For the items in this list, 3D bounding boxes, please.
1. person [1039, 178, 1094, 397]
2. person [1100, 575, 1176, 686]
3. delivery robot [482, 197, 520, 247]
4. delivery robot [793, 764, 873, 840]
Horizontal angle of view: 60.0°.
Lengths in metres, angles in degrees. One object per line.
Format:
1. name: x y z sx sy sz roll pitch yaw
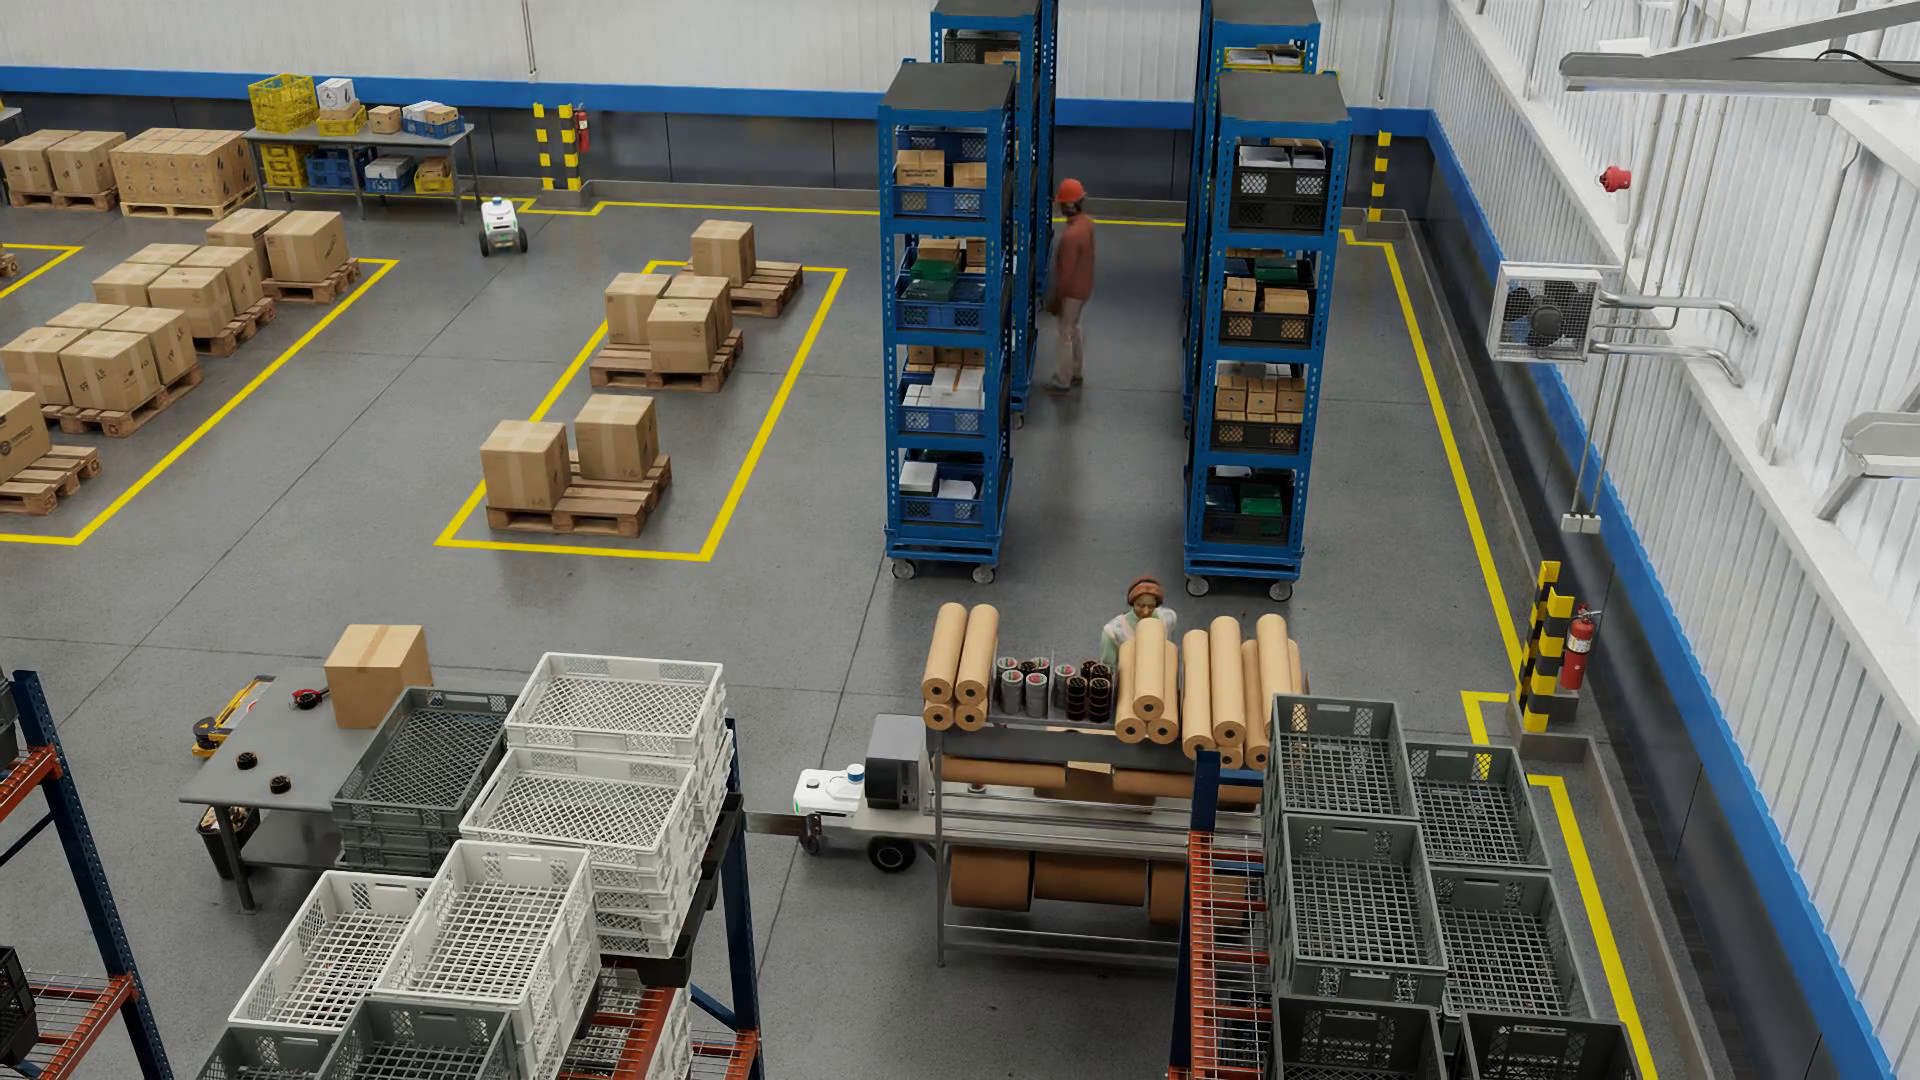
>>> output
1. person: 0.970 -2.248 14.835 0.460 1.974 0.650 10 32 17
2. person: 1.025 0.913 9.730 0.515 1.636 0.314 -15 34 -24
3. delivery robot: -5.079 -3.537 18.351 0.477 0.478 0.707 -9 31 -15
4. delivery robot: -0.600 1.521 9.663 0.707 0.478 0.477 4 31 7
